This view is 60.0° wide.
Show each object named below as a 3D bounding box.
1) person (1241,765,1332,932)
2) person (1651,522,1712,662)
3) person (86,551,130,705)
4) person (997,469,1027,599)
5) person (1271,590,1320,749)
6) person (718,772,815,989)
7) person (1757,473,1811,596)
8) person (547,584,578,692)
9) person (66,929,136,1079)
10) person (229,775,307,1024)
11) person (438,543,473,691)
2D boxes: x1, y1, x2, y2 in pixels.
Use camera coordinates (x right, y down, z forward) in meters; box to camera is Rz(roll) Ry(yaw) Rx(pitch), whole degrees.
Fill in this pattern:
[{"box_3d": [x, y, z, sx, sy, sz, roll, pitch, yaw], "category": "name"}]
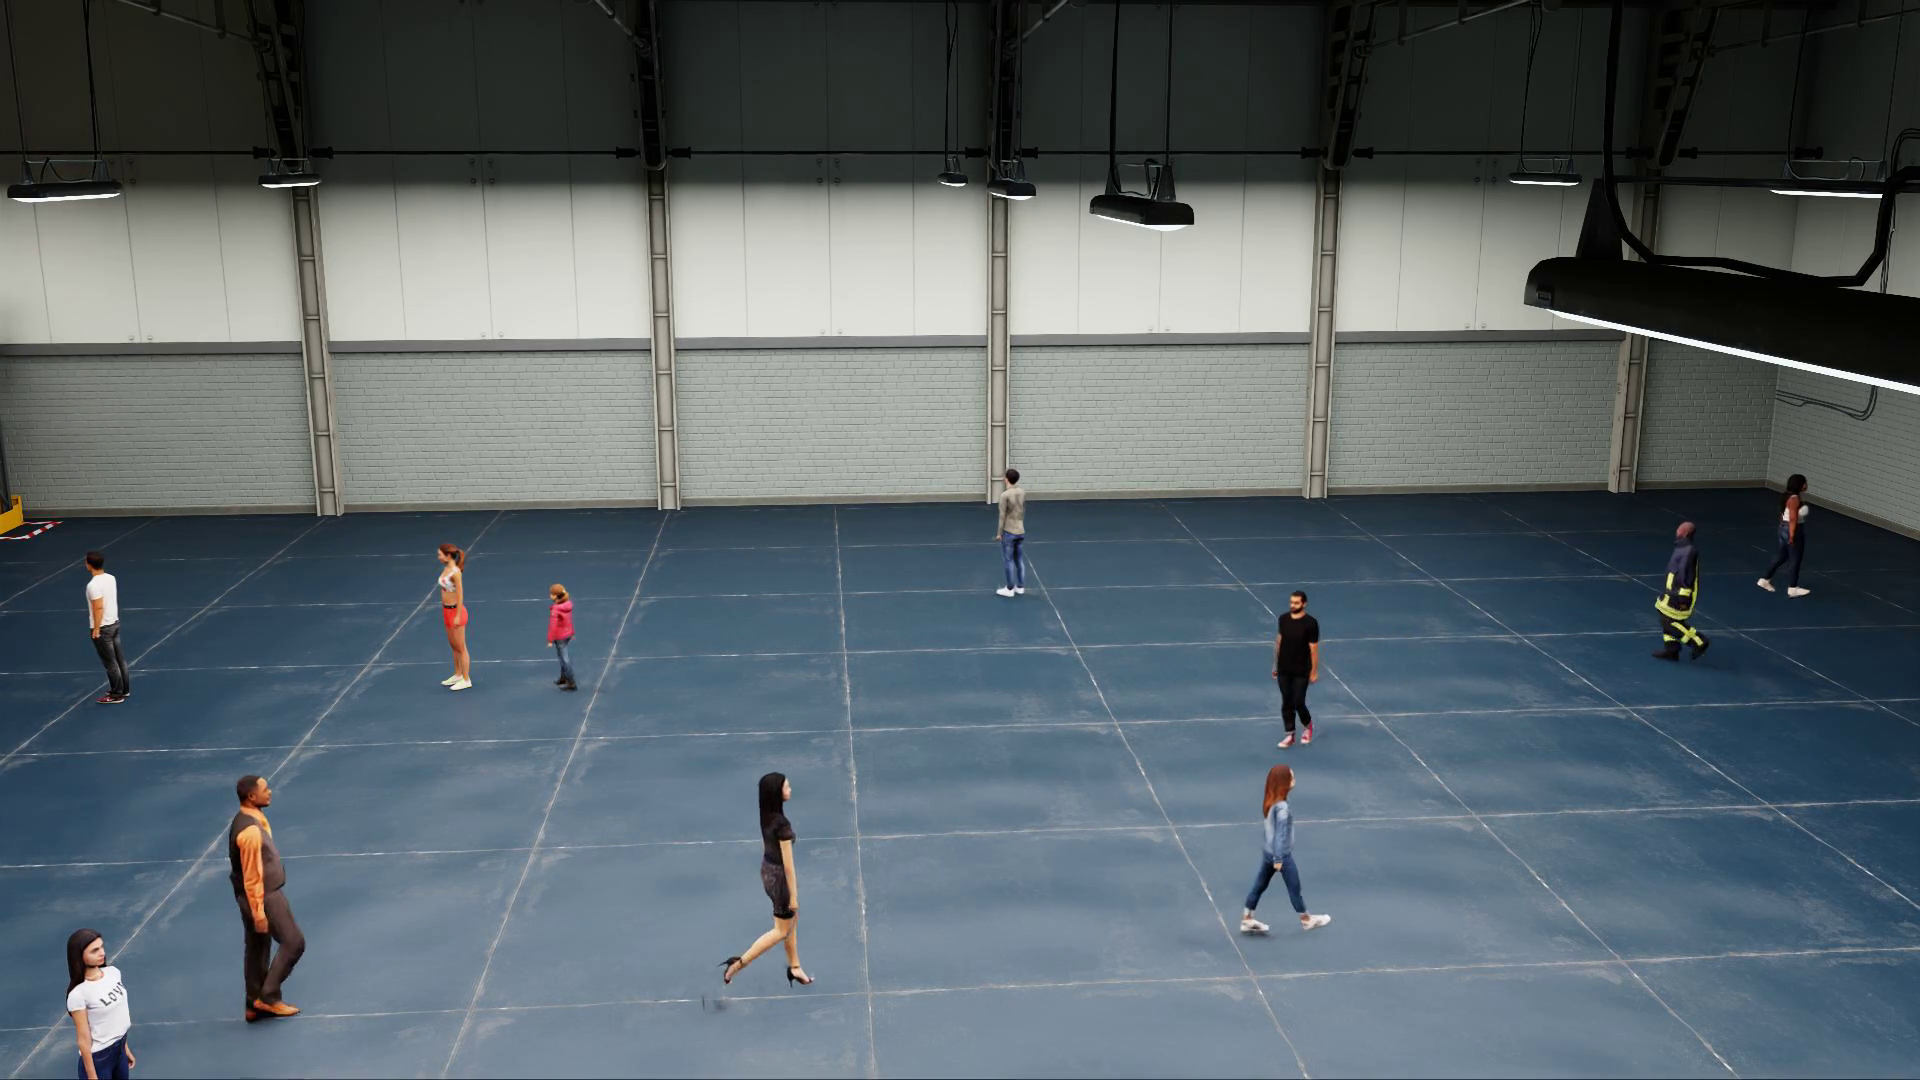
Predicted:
[{"box_3d": [2.510, 2.547, 13.552, 0.936, 1.445, 0.577, -1, 13, -5], "category": "person"}, {"box_3d": [9.124, 0.662, 20.882, 1.100, 1.809, 0.991, 6, 14, 24], "category": "person"}, {"box_3d": [-9.976, 1.003, 19.433, 0.539, 1.800, 0.636, -1, 13, -2], "category": "person"}, {"box_3d": [0.765, -0.109, 24.089, 0.756, 1.864, 0.842, -13, 18, -44], "category": "person"}, {"box_3d": [3.650, 1.372, 17.951, 0.802, 1.750, 0.860, 12, 17, 41], "category": "person"}, {"box_3d": [-1.438, 2.622, 12.509, 1.088, 1.770, 0.850, -7, 15, -27], "category": "person"}, {"box_3d": [12.002, -0.089, 24.134, 0.992, 1.806, 0.792, 2, 13, 7], "category": "person"}, {"box_3d": [-4.673, 1.165, 19.825, 0.670, 1.306, 0.632, 4, 14, 16], "category": "person"}, {"box_3d": [-5.198, 3.183, 10.070, 0.548, 1.775, 0.608, 0, 13, 2], "category": "person"}, {"box_3d": [-5.212, 2.642, 12.131, 0.831, 1.900, 0.824, -7, 15, -27], "category": "person"}, {"box_3d": [-6.046, 0.897, 19.916, 0.695, 1.788, 0.670, -9, 16, -34], "category": "person"}]
